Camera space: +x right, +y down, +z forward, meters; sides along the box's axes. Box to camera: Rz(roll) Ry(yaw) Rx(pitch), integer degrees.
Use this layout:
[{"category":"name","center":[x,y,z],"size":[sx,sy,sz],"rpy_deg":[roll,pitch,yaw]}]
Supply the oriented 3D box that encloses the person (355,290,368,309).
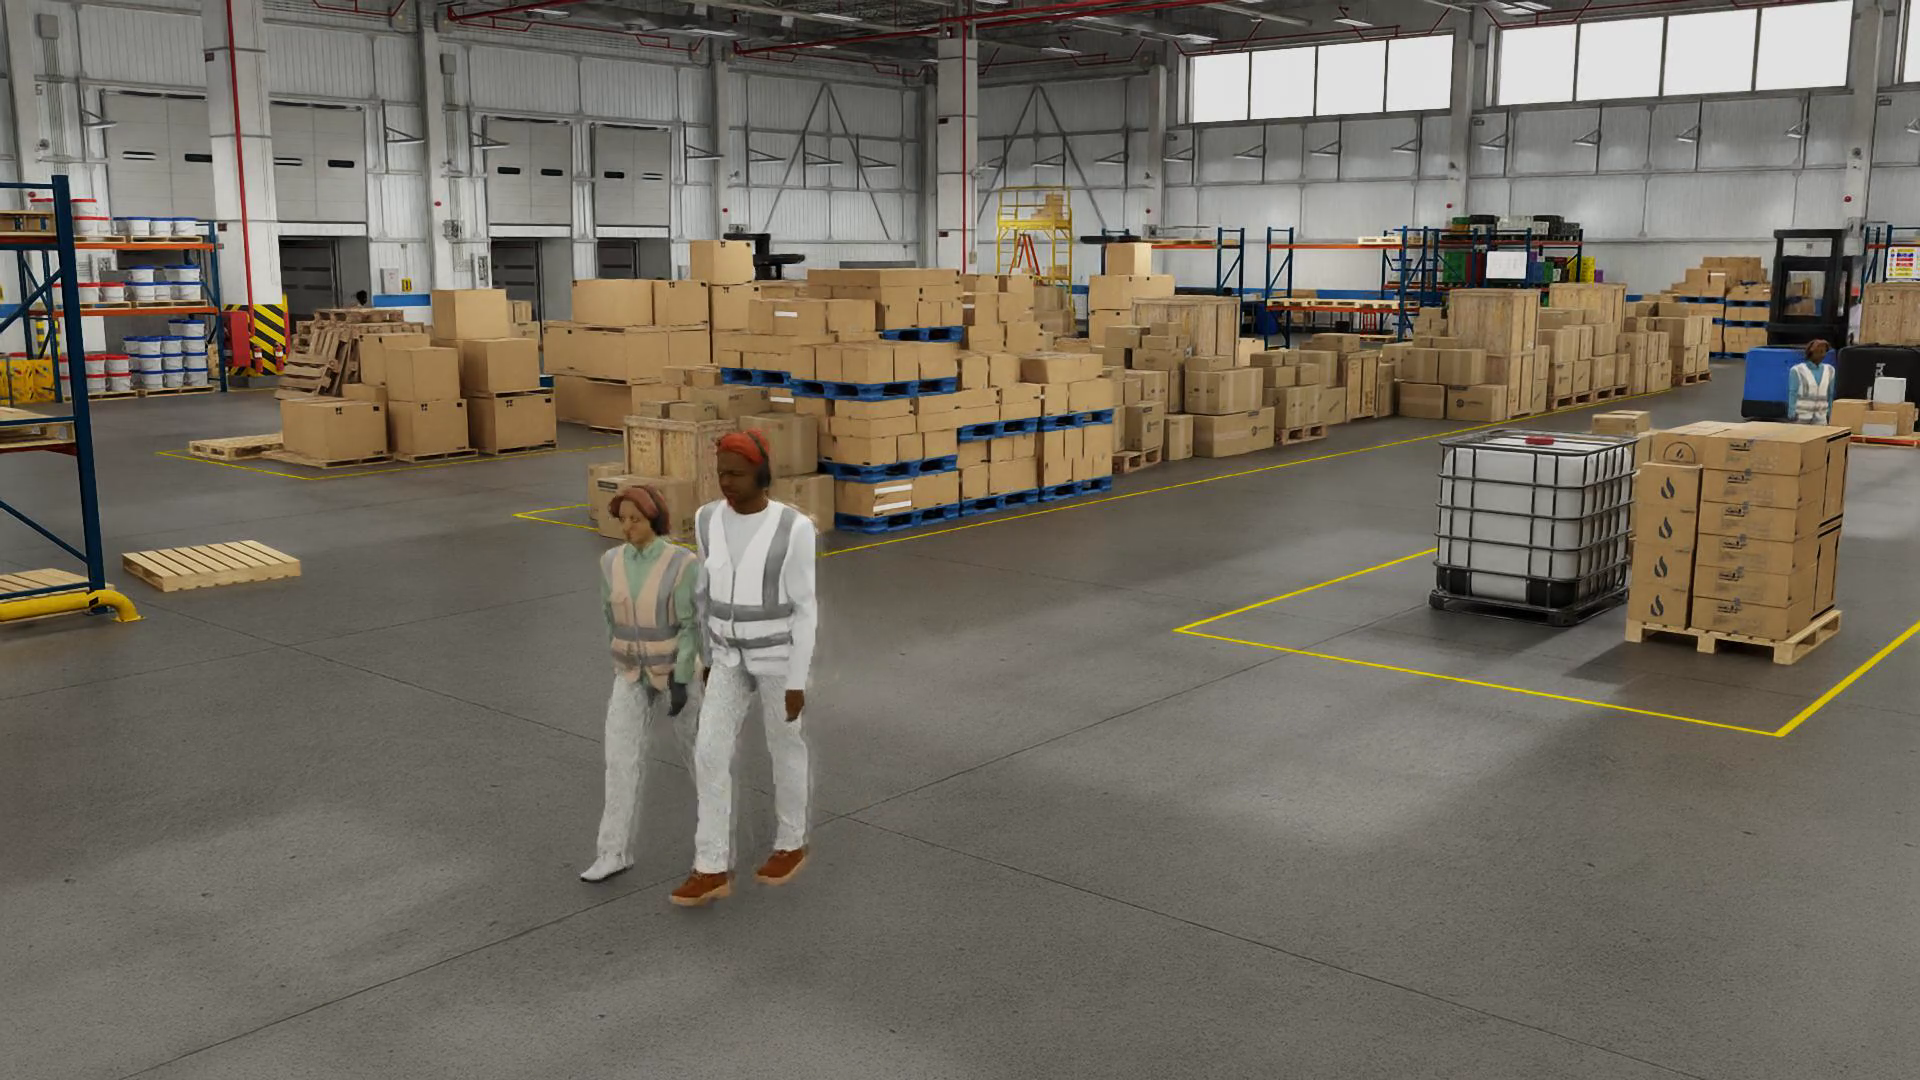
[{"category":"person","center":[-12.472,-4.351,34.582],"size":[0.537,1.680,0.541],"rpy_deg":[0,10,1]}]

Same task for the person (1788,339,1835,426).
[{"category":"person","center":[8.703,-1.230,16.975],"size":[0.533,1.613,0.674],"rpy_deg":[-1,10,-4]}]

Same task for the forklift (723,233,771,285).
[{"category":"forklift","center":[-4.058,-4.476,31.878],"size":[1.873,2.768,1.129],"rpy_deg":[8,13,40]}]

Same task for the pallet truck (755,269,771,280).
[{"category":"pallet truck","center":[-4.996,-6.432,45.525],"size":[1.885,1.965,0.823],"rpy_deg":[-6,12,-32]}]

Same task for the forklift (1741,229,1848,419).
[{"category":"forklift","center":[12.516,-3.217,24.709],"size":[1.129,2.768,1.873],"rpy_deg":[8,13,40]}]

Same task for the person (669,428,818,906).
[{"category":"person","center":[-0.852,0.501,6.435],"size":[0.603,1.850,0.835],"rpy_deg":[5,11,26]}]

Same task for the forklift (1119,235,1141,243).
[{"category":"forklift","center":[3.847,-5.561,38.057],"size":[1.873,2.768,1.129],"rpy_deg":[2,10,14]}]

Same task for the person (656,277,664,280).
[{"category":"person","center":[-6.463,-4.716,35.976],"size":[0.635,1.928,0.388],"rpy_deg":[-5,11,-25]}]

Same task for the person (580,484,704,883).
[{"category":"person","center":[-1.247,0.553,6.892],"size":[0.525,1.598,0.834],"rpy_deg":[4,11,21]}]

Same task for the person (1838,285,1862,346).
[{"category":"person","center":[15.725,-3.532,29.338],"size":[0.560,1.880,1.003],"rpy_deg":[3,10,15]}]
